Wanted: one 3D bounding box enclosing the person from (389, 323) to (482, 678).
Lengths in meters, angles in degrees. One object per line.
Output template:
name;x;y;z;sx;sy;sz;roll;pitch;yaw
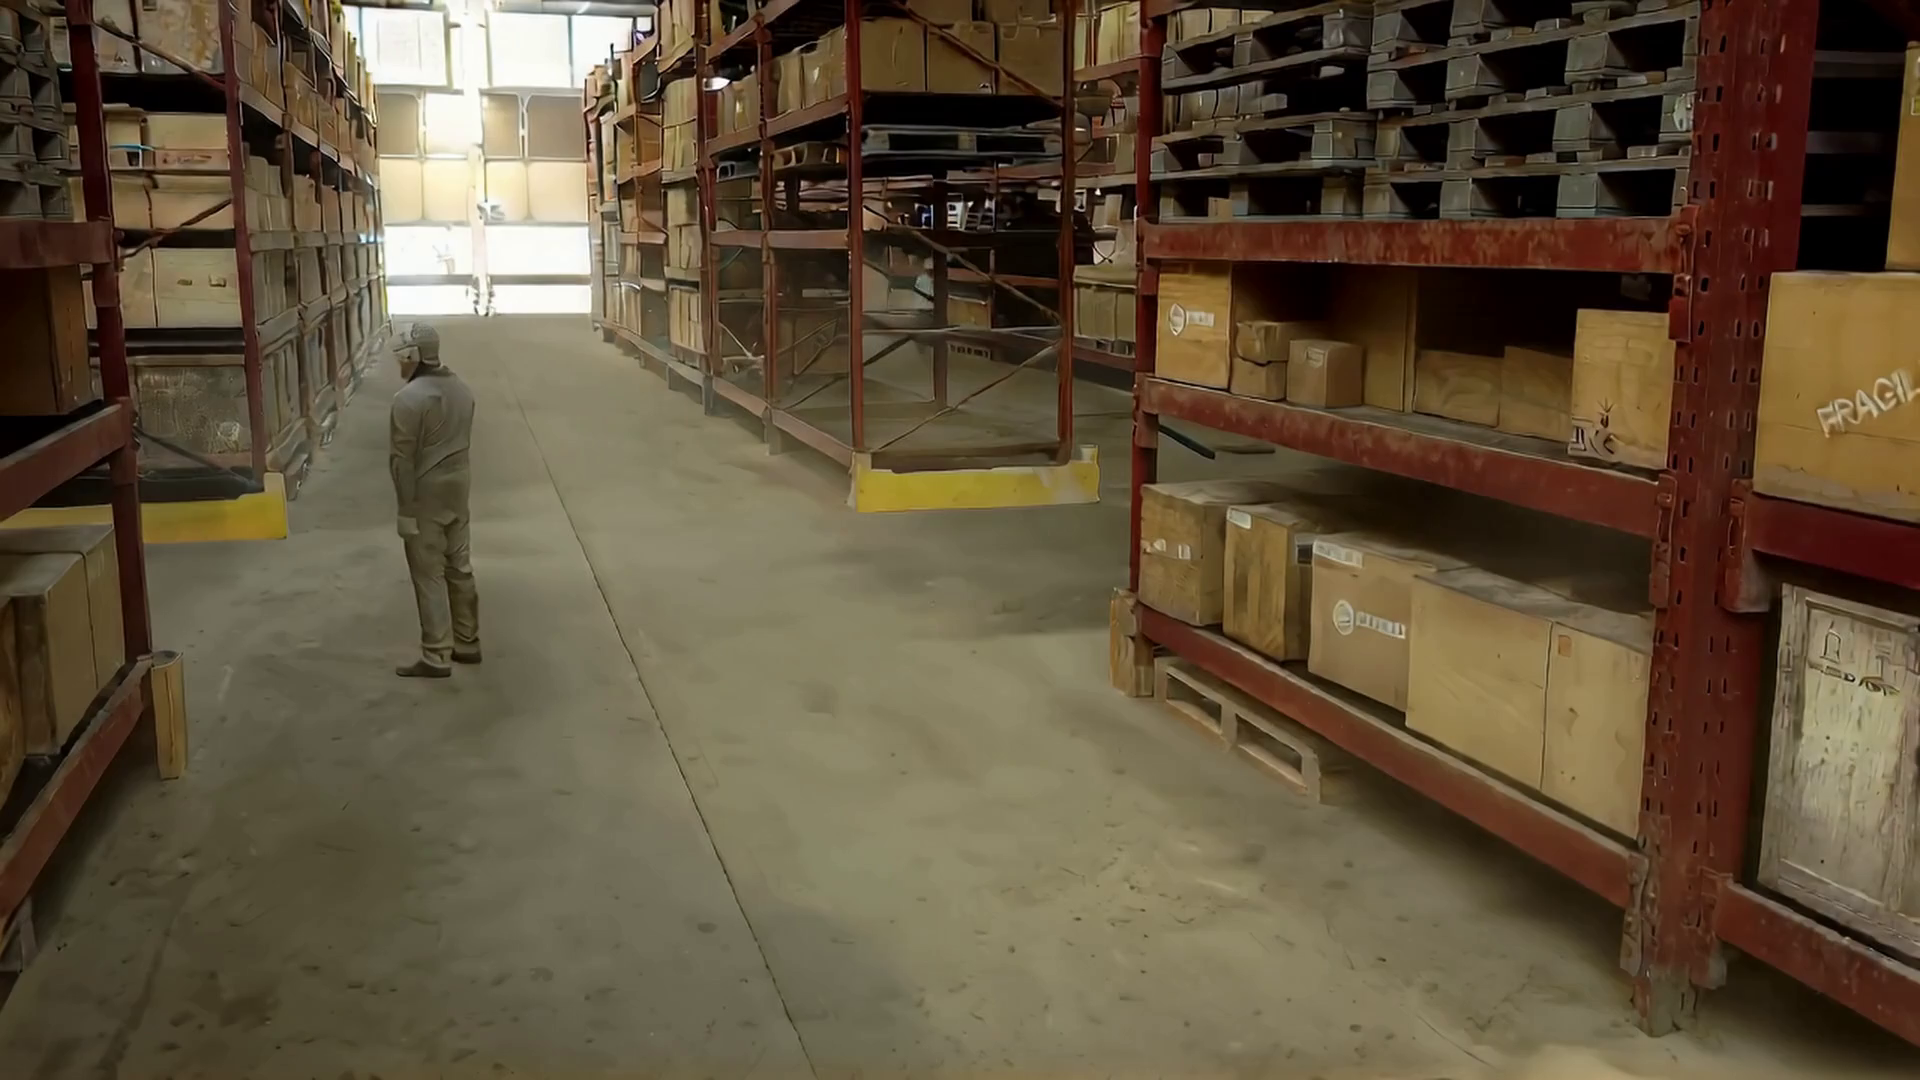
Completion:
person;-2.851;-0.212;8.938;0.399;1.899;0.650;2;11;13

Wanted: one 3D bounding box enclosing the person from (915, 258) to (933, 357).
person;-0.605;-4.486;32.257;0.645;1.942;1.040;-4;11;-23

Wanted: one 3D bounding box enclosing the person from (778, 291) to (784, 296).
person;-3.811;-5.275;36.930;0.595;1.811;0.646;-6;12;-31
